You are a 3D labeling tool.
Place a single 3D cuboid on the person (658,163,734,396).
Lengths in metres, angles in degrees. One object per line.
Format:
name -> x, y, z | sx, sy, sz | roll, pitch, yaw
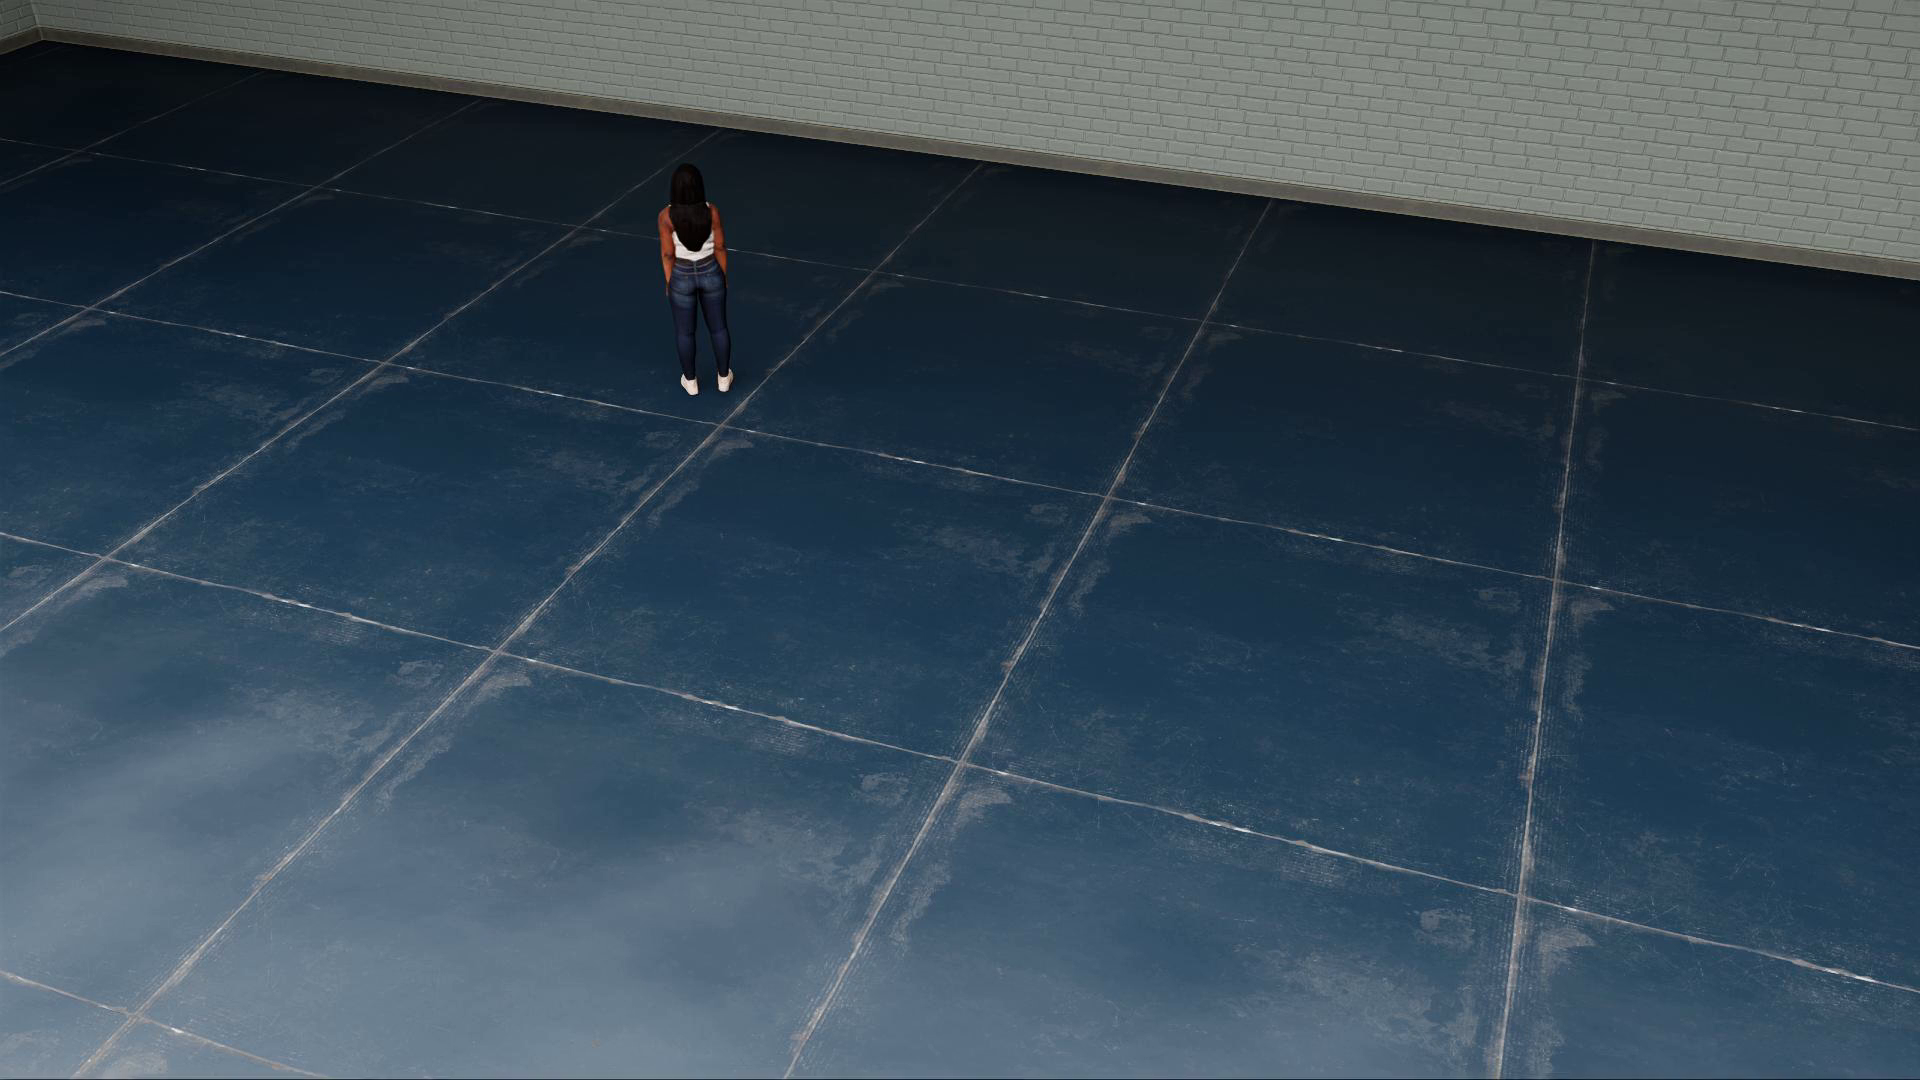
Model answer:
person -> -1.971, -1.946, 12.465 | 0.744, 1.810, 0.769 | -6, 34, -10
